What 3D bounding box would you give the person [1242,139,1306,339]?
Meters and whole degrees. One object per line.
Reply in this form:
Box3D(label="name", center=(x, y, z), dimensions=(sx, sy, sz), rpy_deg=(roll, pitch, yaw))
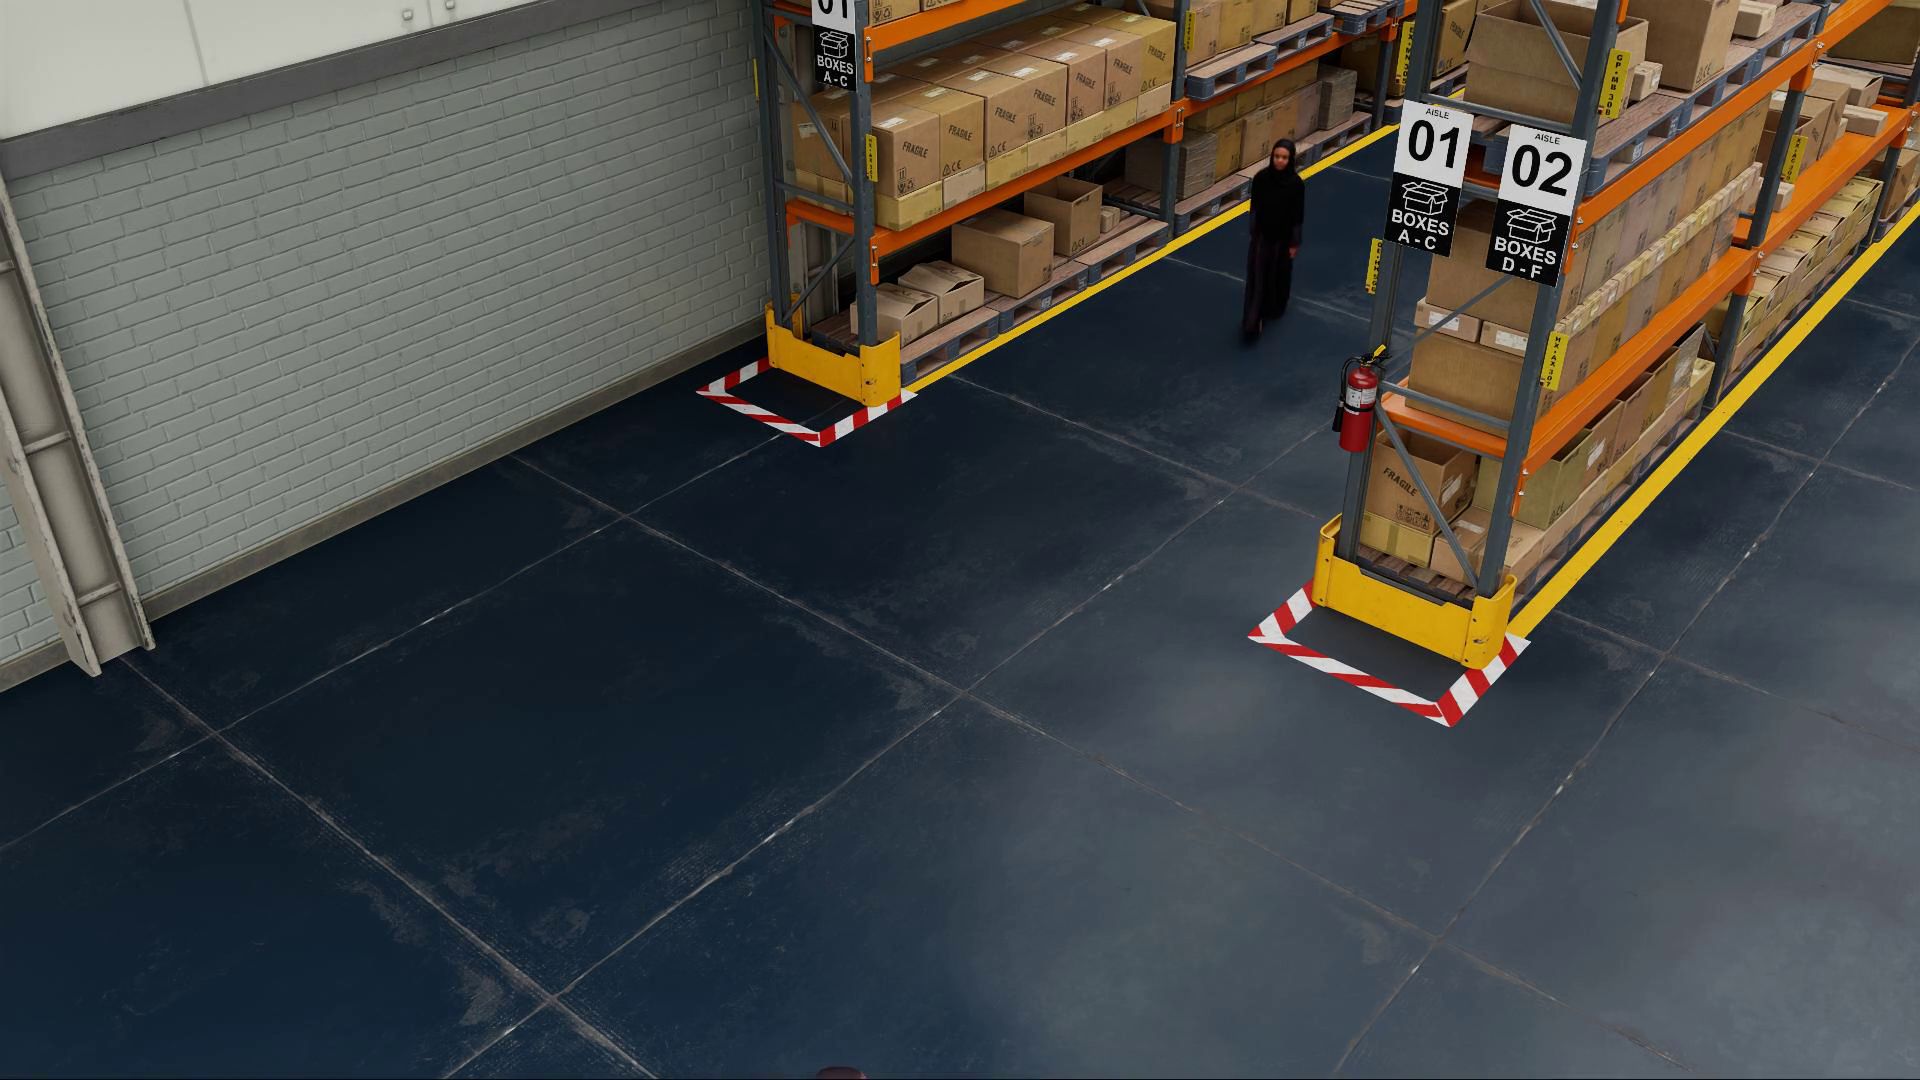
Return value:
Box3D(label="person", center=(2.554, -2.479, 13.397), dimensions=(0.877, 1.590, 1.211), rpy_deg=(12, 35, 18))
